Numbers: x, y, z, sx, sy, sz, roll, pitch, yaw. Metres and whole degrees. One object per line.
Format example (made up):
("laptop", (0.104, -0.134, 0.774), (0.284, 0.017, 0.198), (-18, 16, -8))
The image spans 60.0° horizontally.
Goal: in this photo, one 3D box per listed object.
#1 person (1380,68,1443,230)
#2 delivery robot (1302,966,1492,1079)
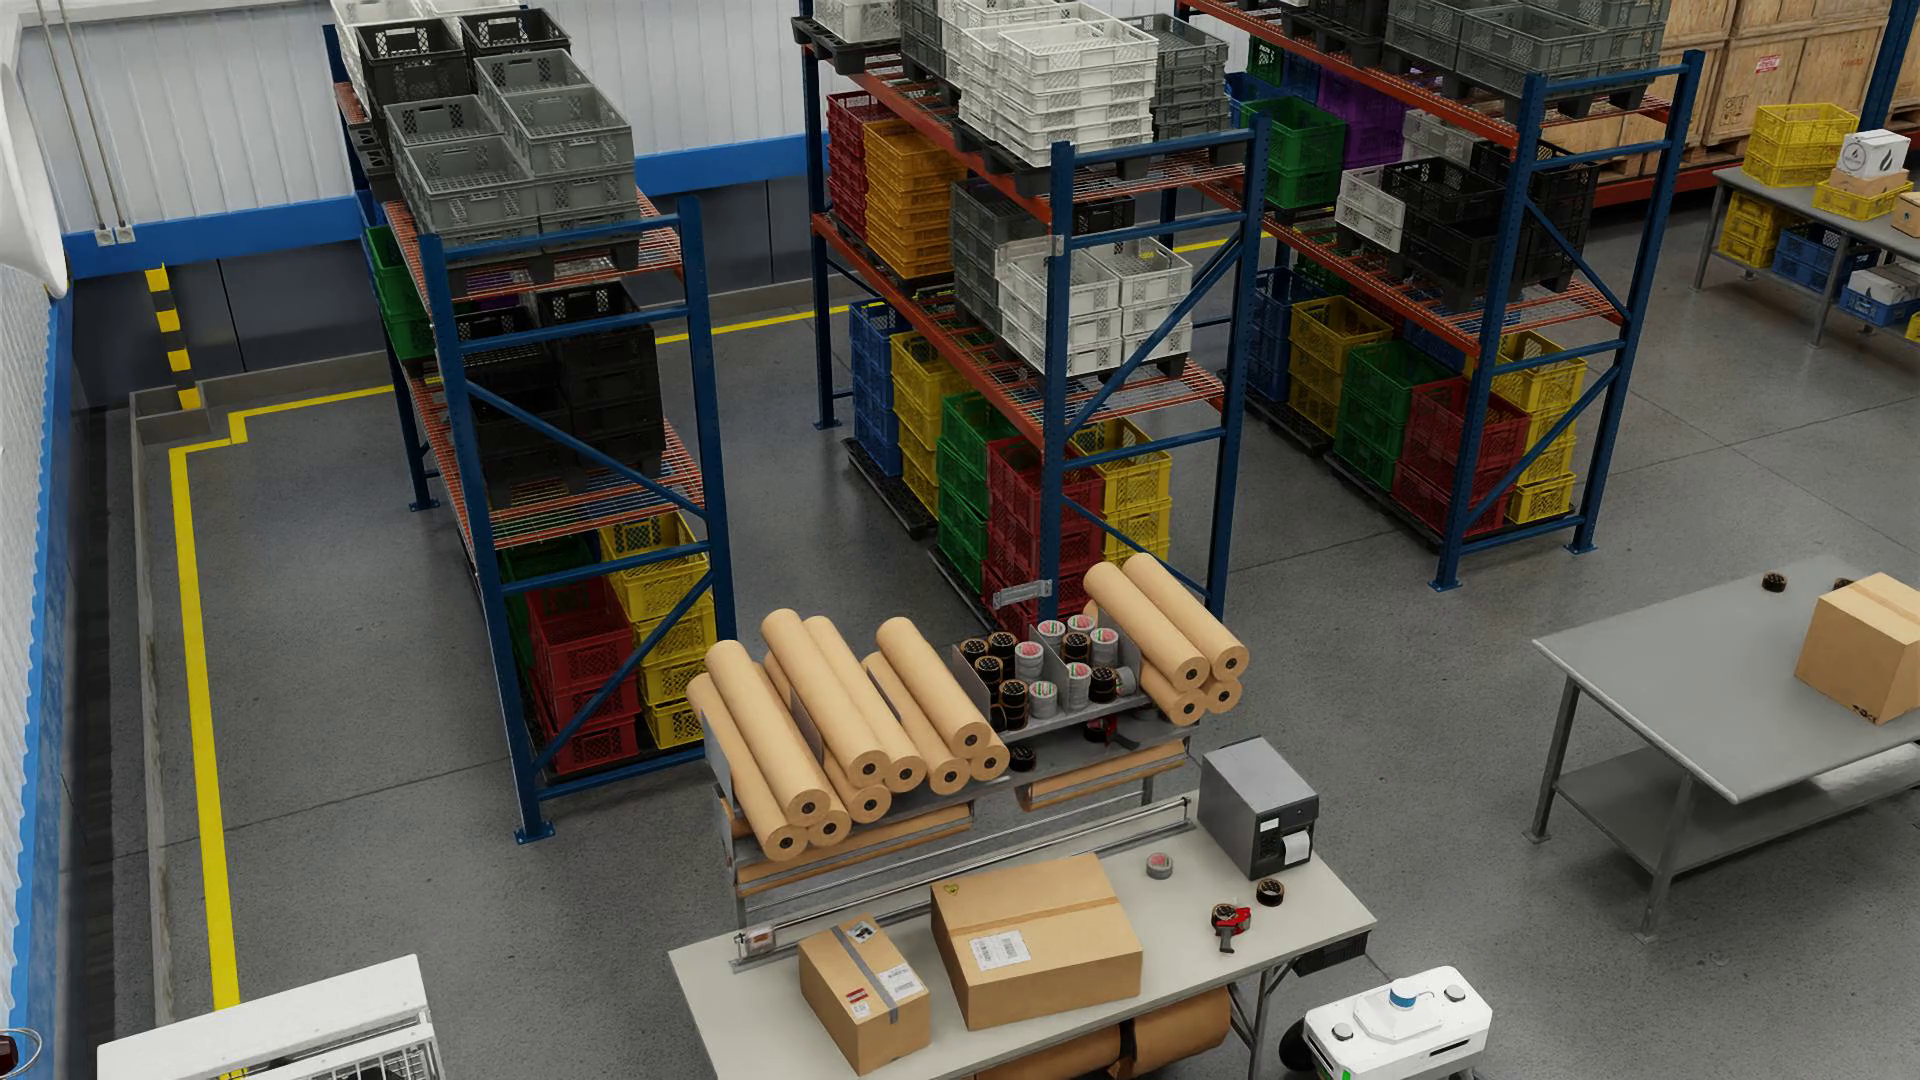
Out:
("person", (3.671, -3.393, 13.886), (0.368, 1.933, 0.626), (-25, 39, -34))
("delivery robot", (1.700, 1.915, 6.479), (0.707, 0.478, 0.477), (-12, 34, -19))
